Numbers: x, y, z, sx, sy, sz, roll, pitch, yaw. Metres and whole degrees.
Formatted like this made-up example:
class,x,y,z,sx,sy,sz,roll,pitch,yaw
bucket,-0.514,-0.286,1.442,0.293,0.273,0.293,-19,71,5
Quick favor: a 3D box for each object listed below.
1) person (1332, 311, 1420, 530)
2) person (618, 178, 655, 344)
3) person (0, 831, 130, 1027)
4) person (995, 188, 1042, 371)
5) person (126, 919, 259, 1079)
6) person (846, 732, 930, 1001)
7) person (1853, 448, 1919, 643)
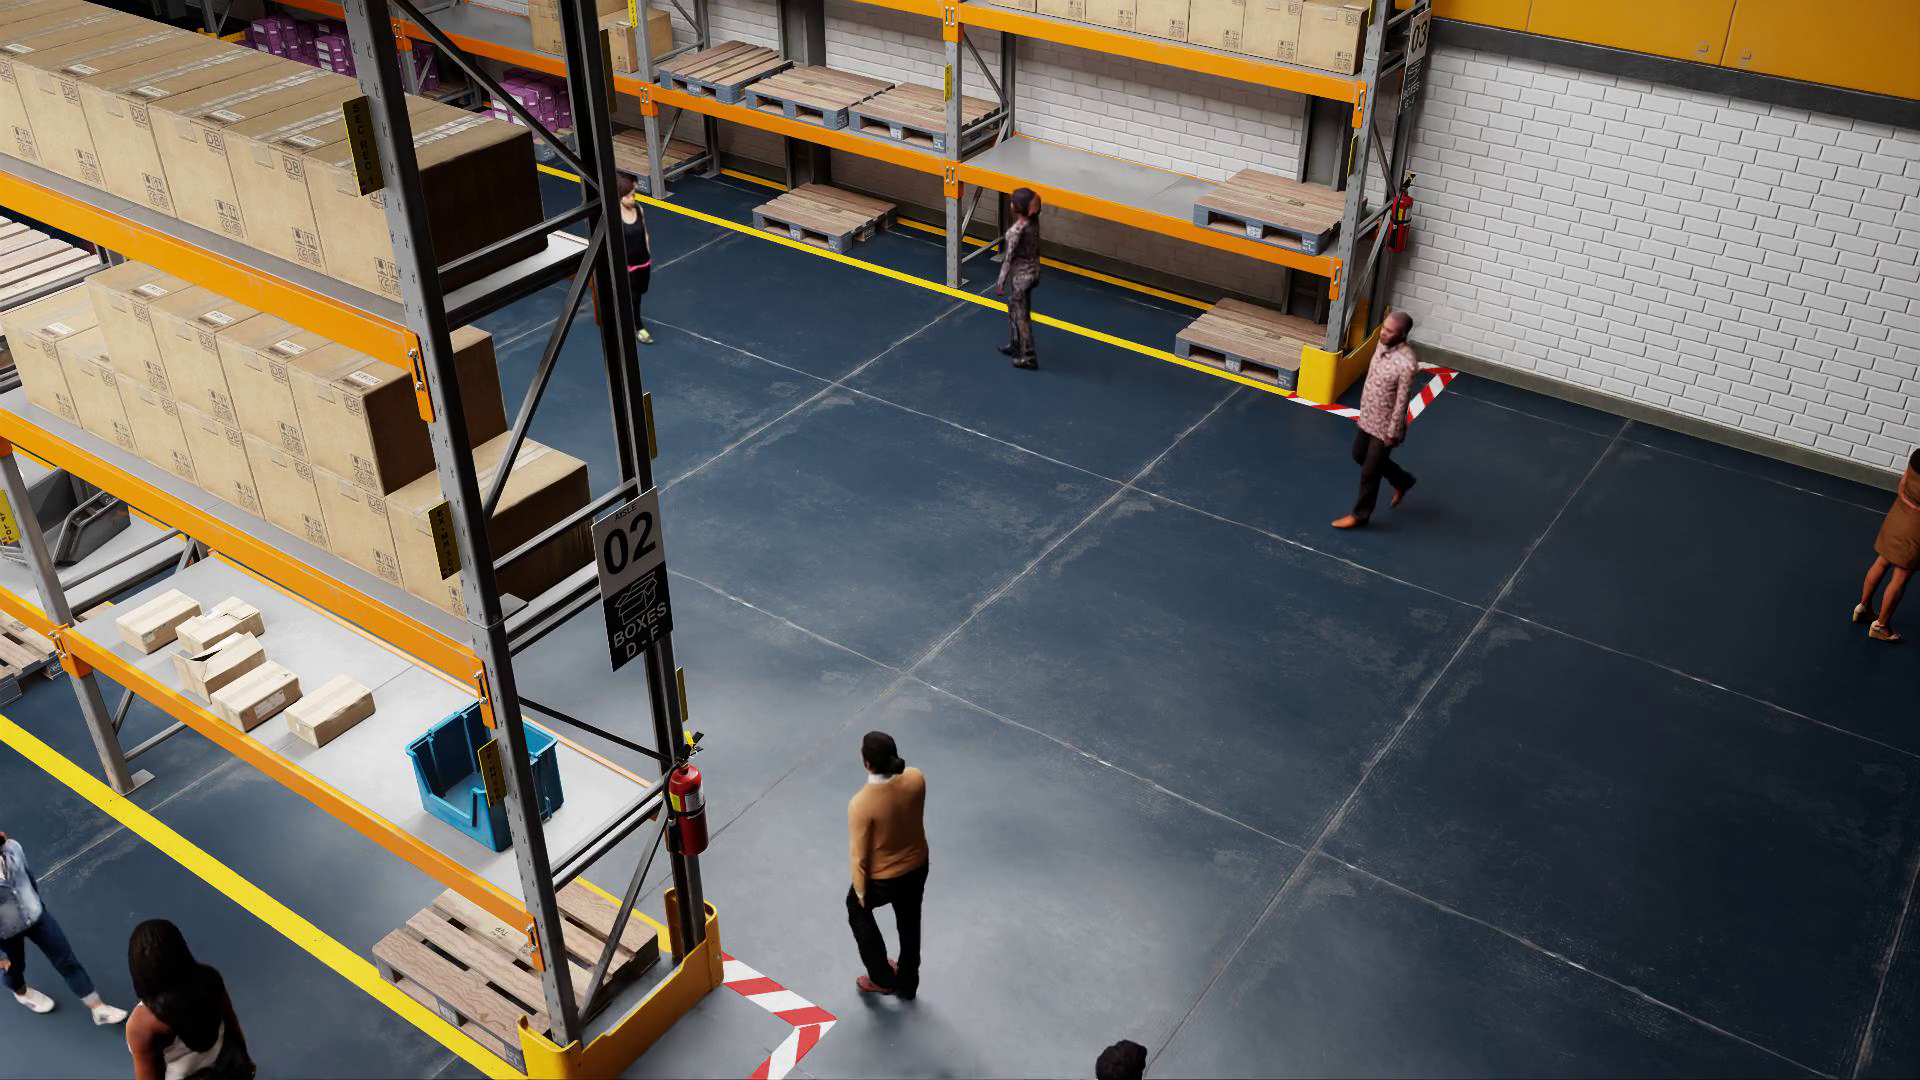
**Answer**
class,x,y,z,sx,sy,sz,roll,pitch,yaw
person,3.230,-0.906,12.471,1.085,1.790,1.026,-6,34,-9
person,-3.035,-2.600,15.252,0.880,1.532,0.637,26,42,34
person,-4.883,1.948,8.485,1.035,1.448,0.729,12,35,17
person,0.621,-2.260,14.585,0.720,1.704,0.617,19,38,27
person,-3.273,2.487,7.386,1.194,1.768,0.896,7,34,10
person,-0.308,1.742,8.530,0.746,1.741,0.746,-21,39,-29
person,6.468,-0.079,11.317,0.689,1.690,0.643,-3,34,-5
